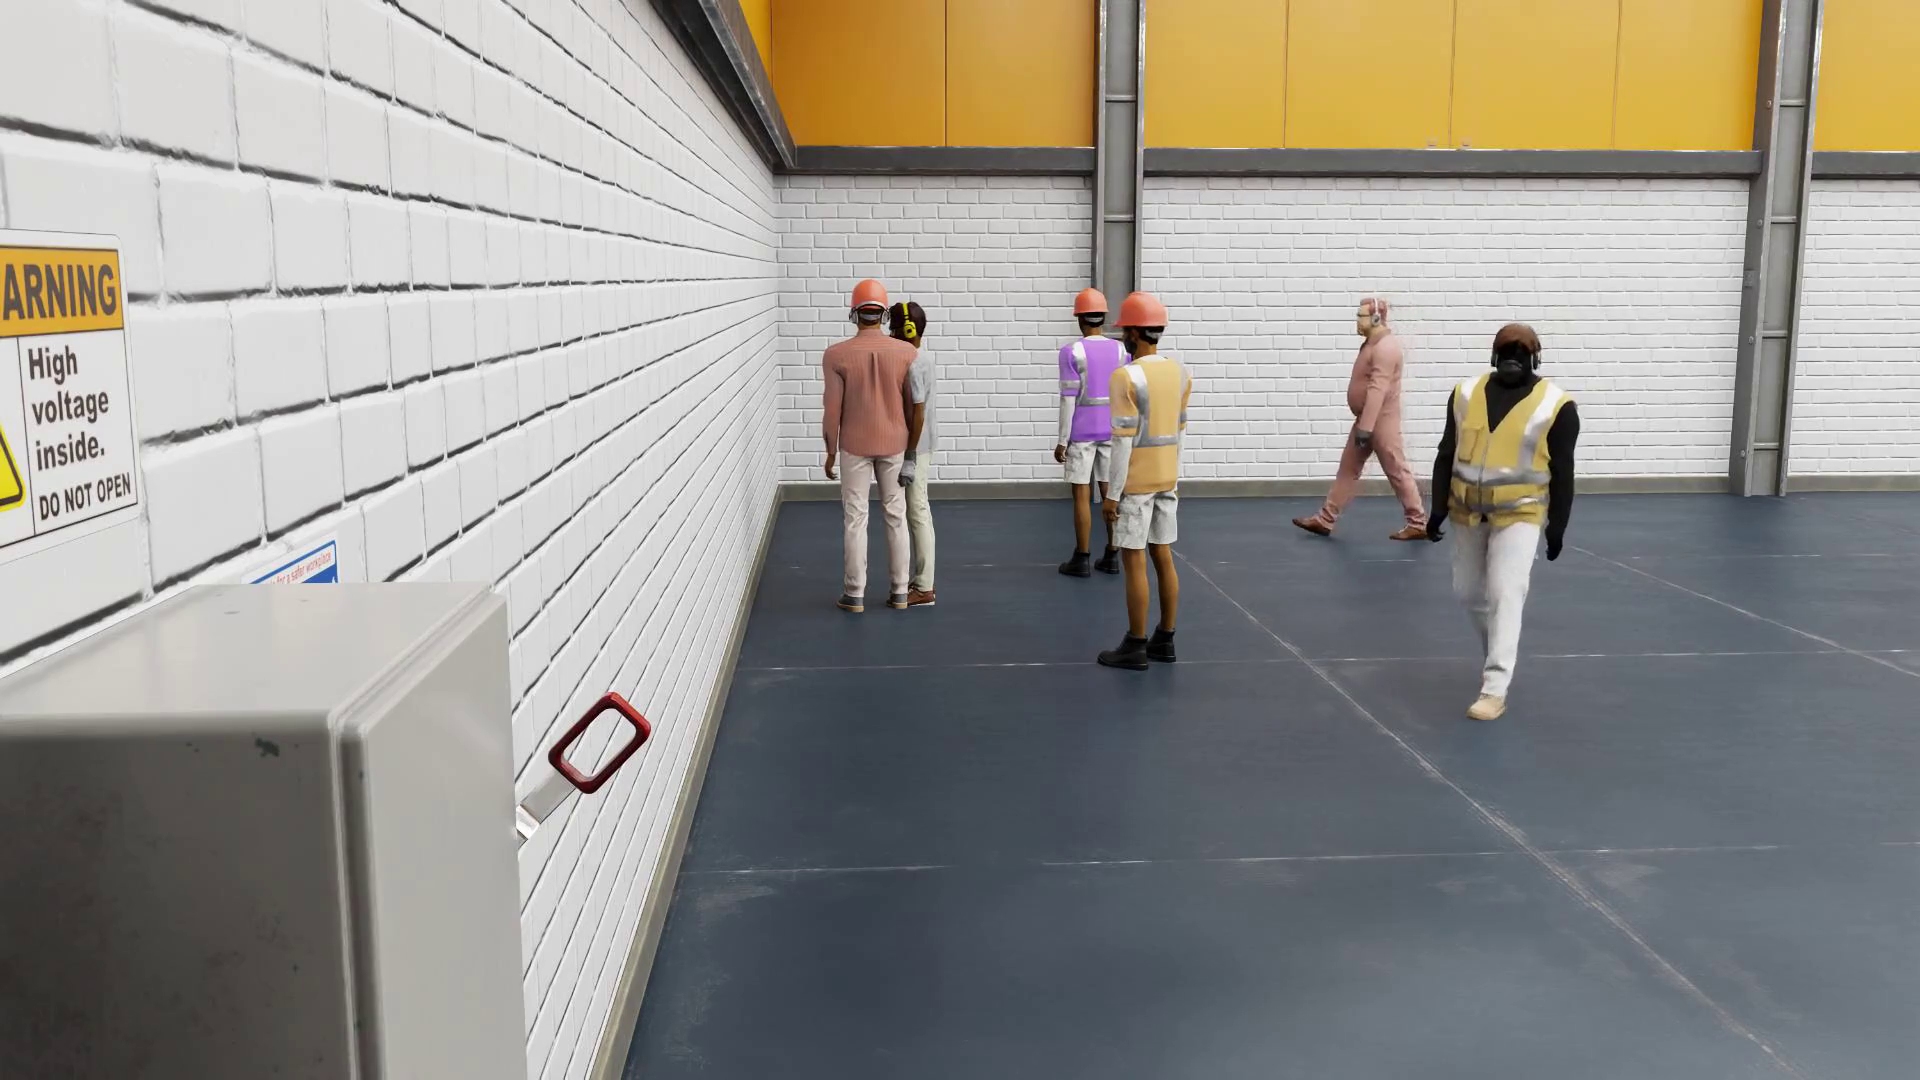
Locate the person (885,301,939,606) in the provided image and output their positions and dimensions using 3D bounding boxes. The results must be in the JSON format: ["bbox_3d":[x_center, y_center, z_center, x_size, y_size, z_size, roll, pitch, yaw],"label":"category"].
[{"bbox_3d":[-0.298,-0.522,10.194,0.328,1.865,0.518,1,9,4],"label":"person"}]

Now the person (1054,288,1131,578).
[{"bbox_3d":[0.874,-0.717,11.186,0.553,1.934,0.363,-5,10,-28],"label":"person"}]

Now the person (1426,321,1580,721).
[{"bbox_3d":[2.549,-0.119,7.819,0.632,1.816,0.845,8,12,42],"label":"person"}]

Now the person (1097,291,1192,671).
[{"bbox_3d":[0.934,-0.299,8.553,0.543,1.941,0.352,-8,12,-43],"label":"person"}]

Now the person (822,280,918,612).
[{"bbox_3d":[-0.531,-0.559,10.013,0.608,1.995,0.377,-3,9,-16],"label":"person"}]

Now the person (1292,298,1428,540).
[{"bbox_3d":[3.130,-0.915,12.710,1.035,1.848,0.666,0,9,3],"label":"person"}]
